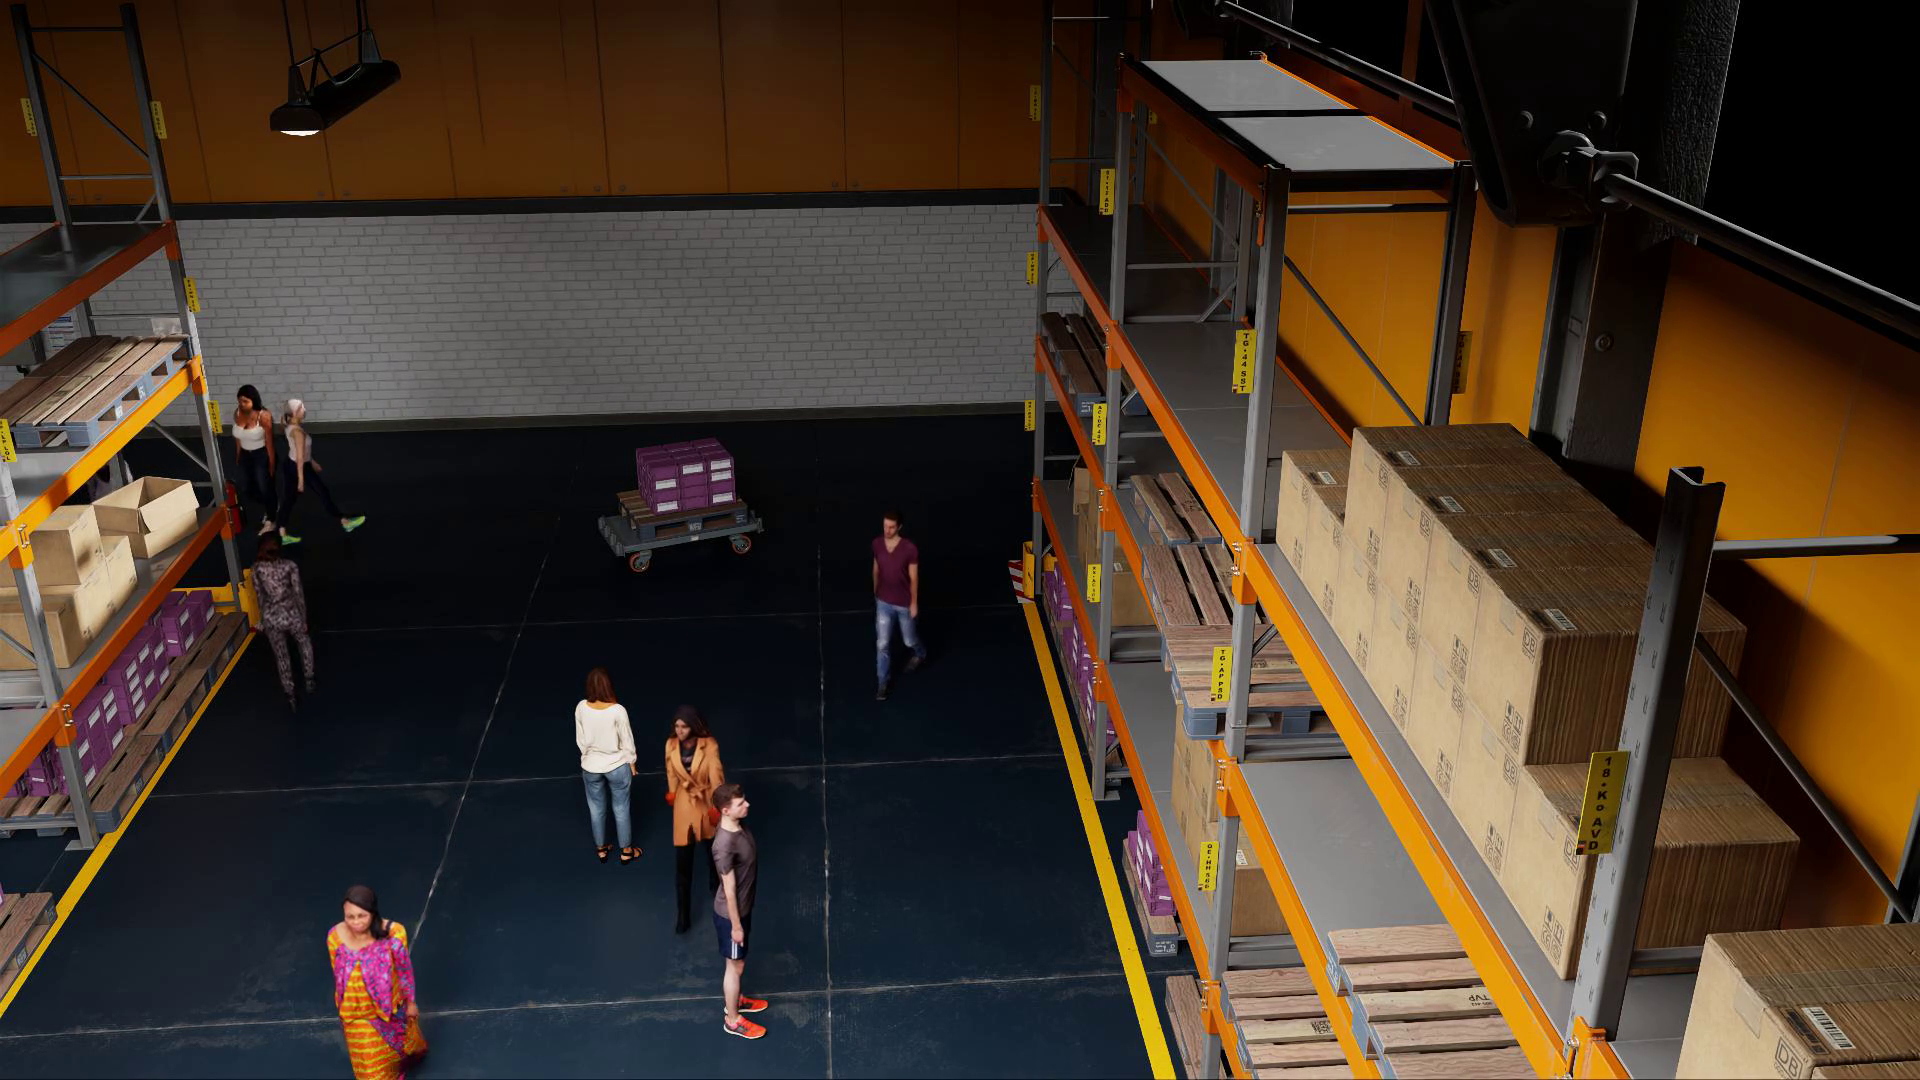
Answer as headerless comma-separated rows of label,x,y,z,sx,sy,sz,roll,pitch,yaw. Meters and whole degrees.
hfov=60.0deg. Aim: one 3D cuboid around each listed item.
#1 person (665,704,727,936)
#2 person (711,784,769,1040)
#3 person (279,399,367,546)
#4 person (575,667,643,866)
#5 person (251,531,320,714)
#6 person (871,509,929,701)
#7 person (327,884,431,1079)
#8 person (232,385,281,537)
person,-1.895,1.941,12.225,0.835,1.678,1.190,2,24,4
person,-1.480,2.410,10.934,0.725,1.853,0.504,0,24,0
person,-7.368,-0.706,18.315,1.105,1.651,1.208,-17,29,-33
person,-2.700,1.726,12.710,0.677,1.682,0.642,5,24,12
person,-6.080,0.763,14.899,0.637,1.695,0.817,-6,24,-13
person,-0.550,0.519,15.304,0.960,1.817,1.197,11,26,24
person,-3.584,2.799,10.275,0.664,1.669,1.064,-3,24,-8
person,-7.812,-0.927,18.648,0.813,1.789,0.858,7,25,15
